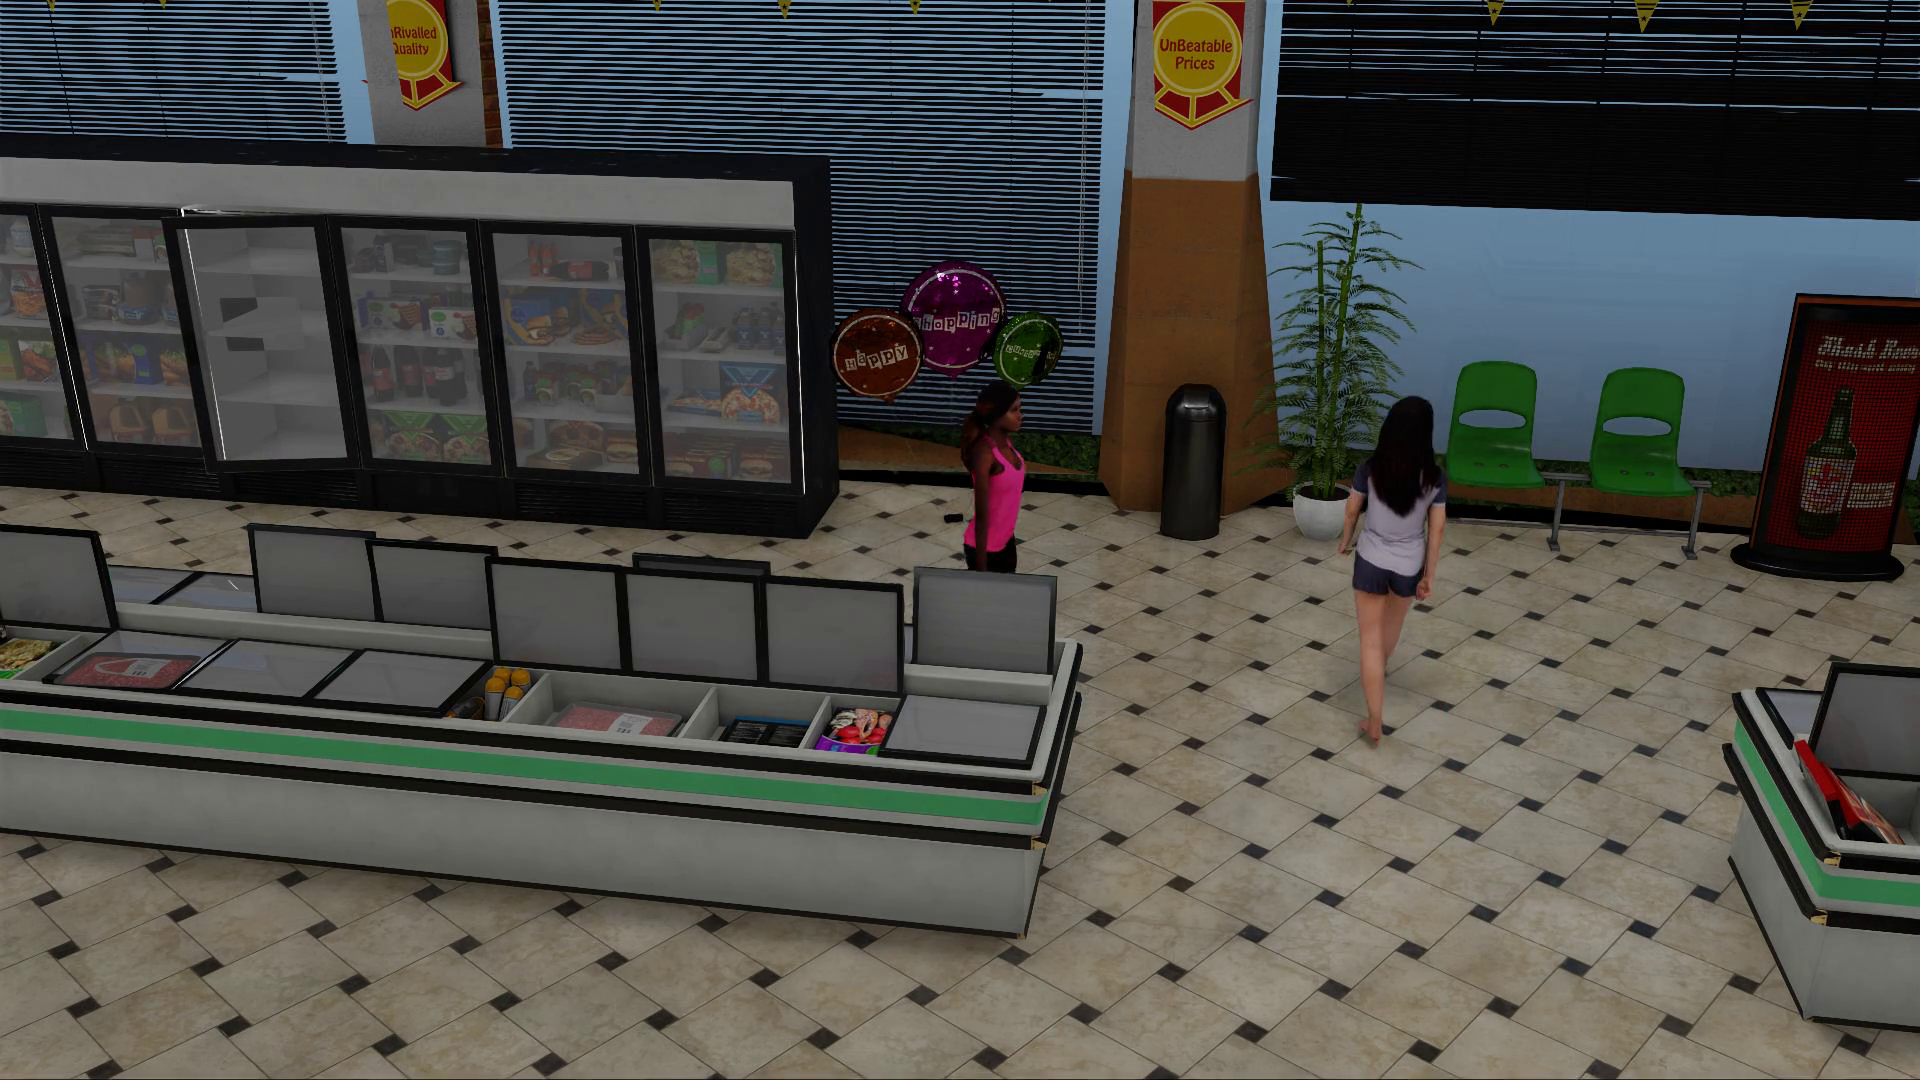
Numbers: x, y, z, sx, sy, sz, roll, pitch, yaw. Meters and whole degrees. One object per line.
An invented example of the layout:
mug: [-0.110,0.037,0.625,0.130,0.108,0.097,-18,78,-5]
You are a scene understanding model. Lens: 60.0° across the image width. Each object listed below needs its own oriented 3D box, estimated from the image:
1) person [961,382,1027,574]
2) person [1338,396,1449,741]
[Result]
person: [0.079,0.032,8.373,0.830,1.709,0.682,10,24,24]
person: [2.091,0.175,8.091,1.070,1.653,0.719,2,22,4]
